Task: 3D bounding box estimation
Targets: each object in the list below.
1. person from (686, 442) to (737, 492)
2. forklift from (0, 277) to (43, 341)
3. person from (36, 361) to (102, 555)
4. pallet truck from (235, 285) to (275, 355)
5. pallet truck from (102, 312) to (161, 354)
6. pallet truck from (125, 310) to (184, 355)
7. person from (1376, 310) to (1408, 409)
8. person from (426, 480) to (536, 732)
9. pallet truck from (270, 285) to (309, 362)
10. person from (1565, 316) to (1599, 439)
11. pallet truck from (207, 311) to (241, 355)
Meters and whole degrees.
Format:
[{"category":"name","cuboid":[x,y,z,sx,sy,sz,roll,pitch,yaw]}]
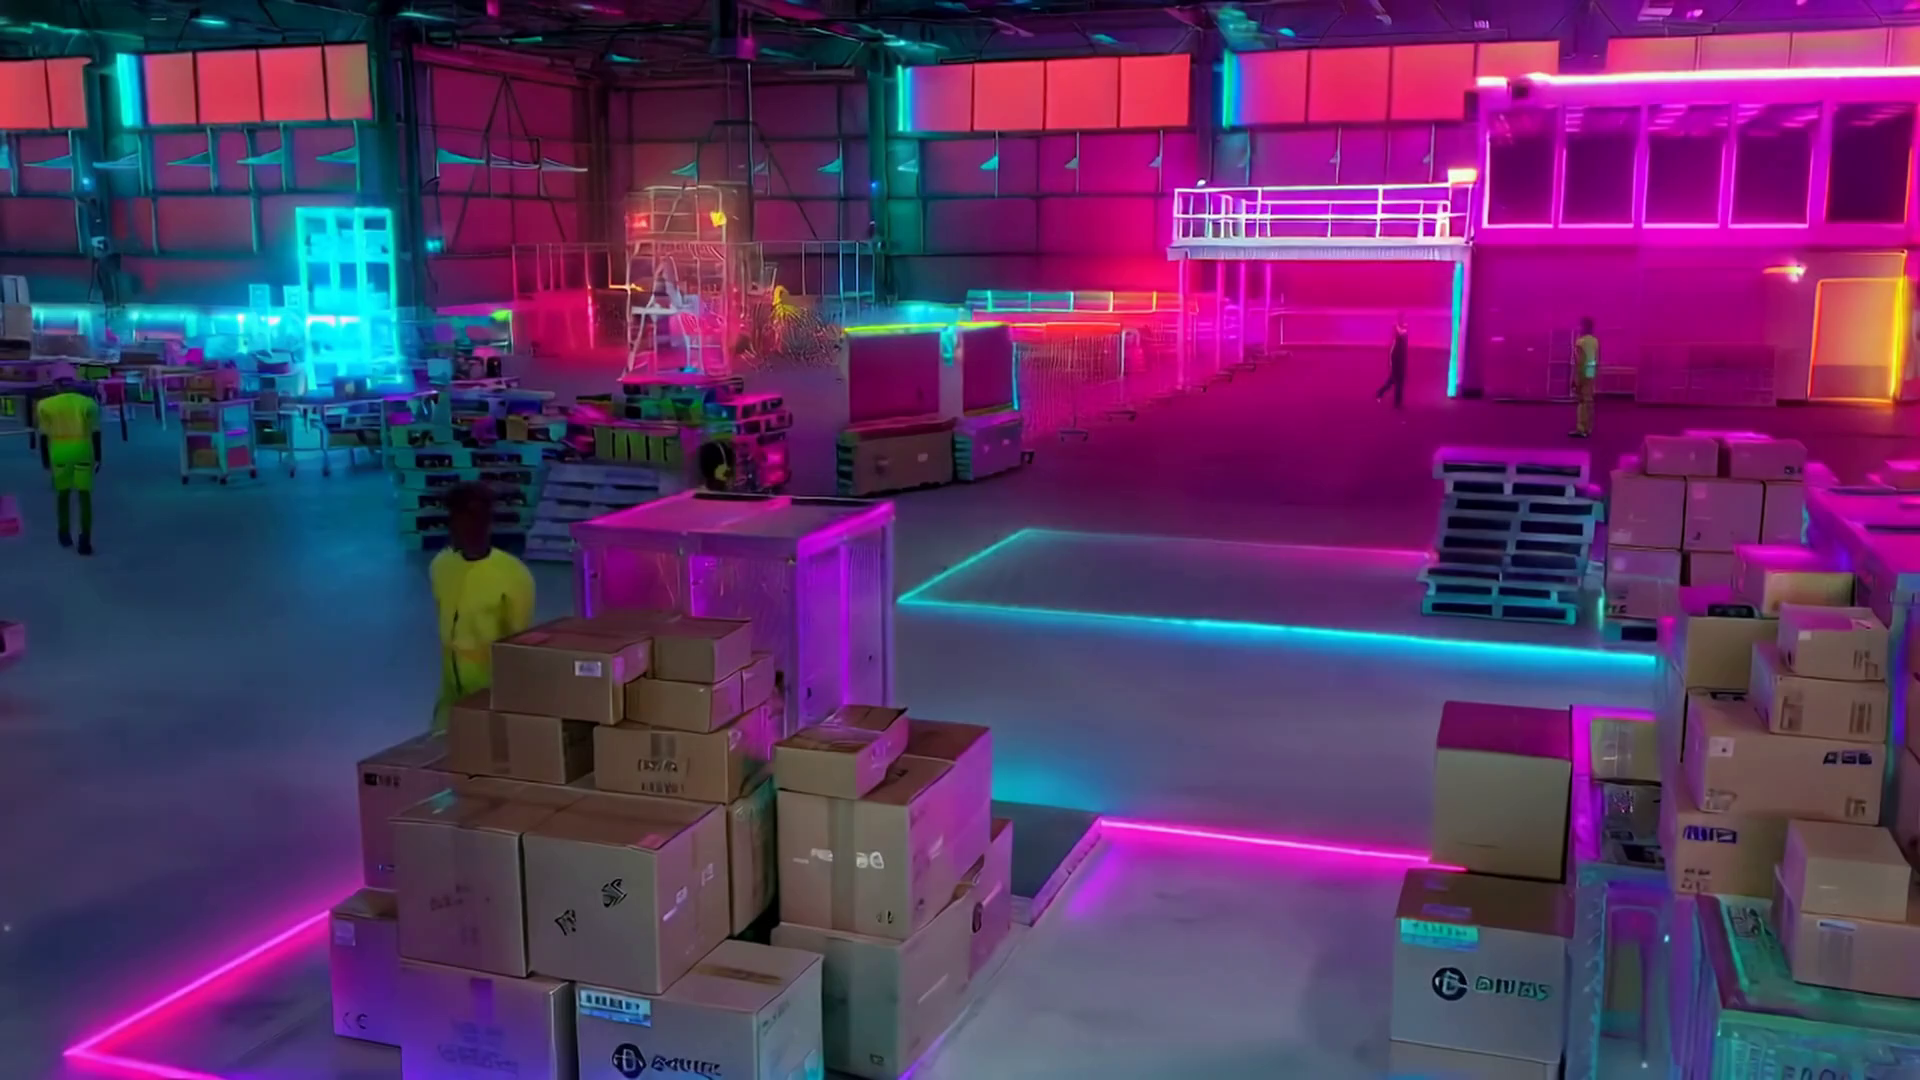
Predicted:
[{"category":"person","cuboid":[-1.452,0.304,10.327,0.889,1.826,0.531,-8,13,-40]},{"category":"forklift","cuboid":[-27.151,-6.329,46.328,1.157,1.987,2.680,3,11,17]},{"category":"person","cuboid":[-8.821,-0.823,16.503,0.550,1.891,0.963,-6,12,-29]},{"category":"pallet truck","cuboid":[-18.327,-5.835,44.421,0.823,1.965,1.885,4,11,23]},{"category":"pallet truck","cuboid":[-23.057,-5.777,46.261,0.680,1.201,1.601,3,11,19]},{"category":"pallet truck","cuboid":[-22.038,-5.665,45.457,0.704,1.261,1.522,3,11,17]},{"category":"person","cuboid":[8.057,-3.339,30.834,0.536,1.831,0.534,-6,12,-31]},{"category":"person","cuboid":[-2.326,0.690,7.811,0.649,1.940,0.772,5,11,25]},{"category":"pallet truck","cuboid":[-17.147,-5.700,43.663,0.823,1.965,1.885,3,11,17]},{"category":"person","cuboid":[9.793,-2.539,26.081,0.388,1.919,0.594,9,13,41]},{"category":"pallet truck","cuboid":[-19.537,-5.575,44.913,0.653,1.274,1.630,3,11,19]}]
